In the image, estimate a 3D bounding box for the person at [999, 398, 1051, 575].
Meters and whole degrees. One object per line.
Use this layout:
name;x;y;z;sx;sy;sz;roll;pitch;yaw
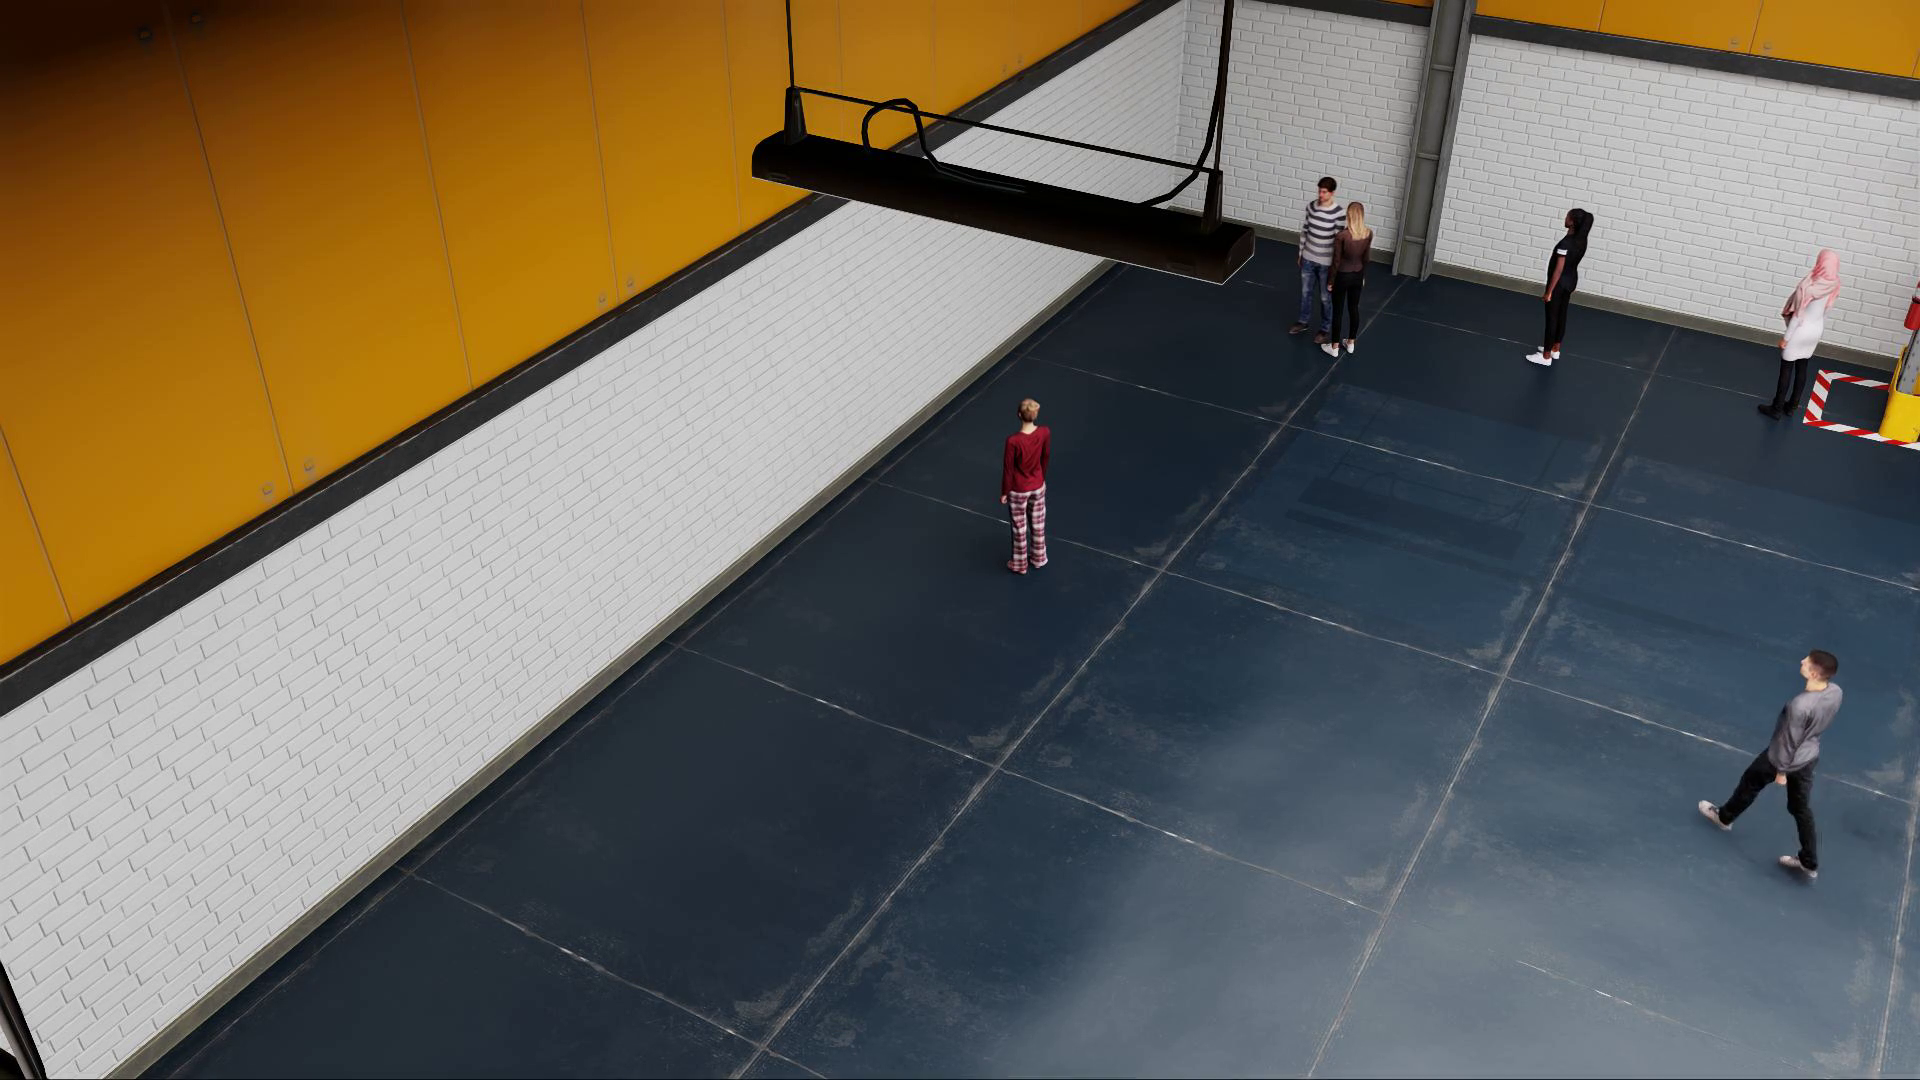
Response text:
person;0.567;-0.469;14.192;0.683;1.696;0.674;-17;37;-24

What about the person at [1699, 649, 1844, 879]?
person;5.670;1.512;11.188;1.038;1.722;1.207;-15;36;-21

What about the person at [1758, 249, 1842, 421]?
person;8.346;-2.035;16.450;0.736;1.804;0.791;-10;35;-14

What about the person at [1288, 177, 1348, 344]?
person;3.890;-3.045;17.931;0.543;1.847;0.751;28;42;35

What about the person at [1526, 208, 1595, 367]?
person;6.320;-2.675;17.480;0.670;1.729;0.662;-29;43;-36

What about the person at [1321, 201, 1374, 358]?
person;4.114;-2.771;17.650;0.676;1.703;0.709;-12;35;-18
